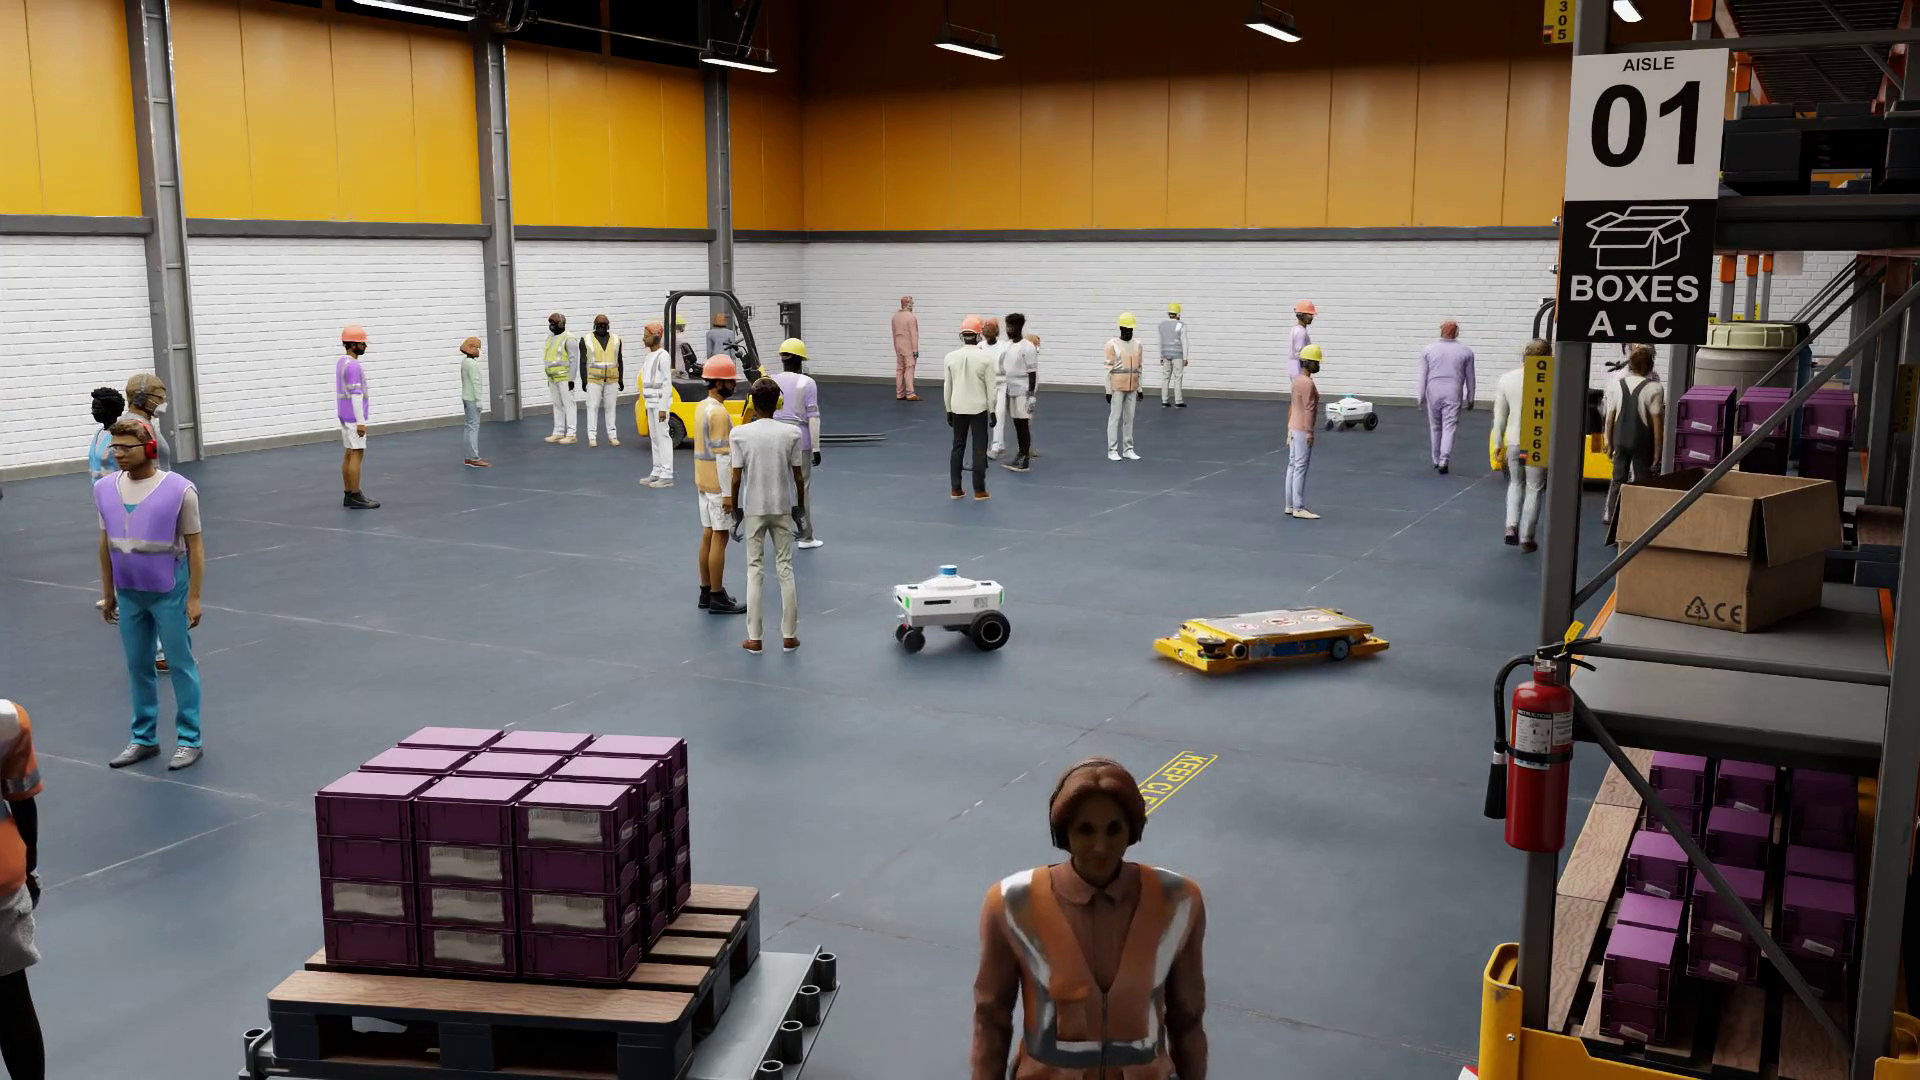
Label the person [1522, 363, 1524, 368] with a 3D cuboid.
[{"bbox_3d":[7.328,-1.726,21.025,0.510,1.598,0.858,7,12,35],"label":"person"}]

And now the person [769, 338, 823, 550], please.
[{"bbox_3d":[-1.526,-0.870,15.128,0.585,1.916,0.387,4,11,23],"label":"person"}]

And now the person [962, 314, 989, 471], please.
[{"bbox_3d":[0.183,-1.822,20.577,0.377,1.938,0.547,2,10,13],"label":"person"}]

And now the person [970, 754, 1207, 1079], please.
[{"bbox_3d":[0.278,1.260,3.605,0.521,1.637,0.310,-1,10,-6],"label":"person"}]

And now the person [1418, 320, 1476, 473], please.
[{"bbox_3d":[5.980,-1.759,20.455,0.661,1.870,0.973,4,11,22],"label":"person"}]

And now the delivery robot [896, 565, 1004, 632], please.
[{"bbox_3d":[-0.074,0.415,11.356,0.707,0.478,0.477,-2,10,-14],"label":"delivery robot"}]

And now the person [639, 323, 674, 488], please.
[{"bbox_3d":[-3.492,-1.546,19.136,0.351,1.882,0.581,-6,11,-30],"label":"person"}]

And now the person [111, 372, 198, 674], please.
[{"bbox_3d":[-5.208,-0.106,10.664,0.376,1.933,0.627,-8,12,-37],"label":"person"}]

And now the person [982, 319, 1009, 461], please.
[{"bbox_3d":[0.429,-1.959,21.735,0.606,1.829,0.831,5,11,27],"label":"person"}]

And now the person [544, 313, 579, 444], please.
[{"bbox_3d":[-5.648,-2.282,23.519,0.624,1.844,0.430,9,13,42],"label":"person"}]

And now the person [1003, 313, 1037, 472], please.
[{"bbox_3d":[0.696,-1.818,20.534,0.496,1.952,0.680,-5,11,-25],"label":"person"}]

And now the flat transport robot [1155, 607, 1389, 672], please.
[{"bbox_3d":[2.085,0.648,11.099,1.431,0.197,0.652,-4,11,-24],"label":"flat transport robot"}]

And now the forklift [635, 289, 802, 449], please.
[{"bbox_3d":[-3.358,-2.392,23.136,2.313,2.155,1.214,-1,10,-5],"label":"forklift"}]

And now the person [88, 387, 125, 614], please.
[{"bbox_3d":[-6.319,-0.298,12.453,0.534,1.697,0.318,8,13,40],"label":"person"}]

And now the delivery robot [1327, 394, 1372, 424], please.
[{"bbox_3d":[5.900,-1.973,25.180,0.707,0.478,0.477,-6,12,-32],"label":"delivery robot"}]

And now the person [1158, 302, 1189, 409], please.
[{"bbox_3d":[3.706,-3.191,28.796,0.592,1.837,0.404,8,12,38],"label":"person"}]

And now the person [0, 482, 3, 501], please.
[{"bbox_3d":[-8.476,-0.718,14.231,0.410,1.918,0.569,-2,10,-9],"label":"person"}]

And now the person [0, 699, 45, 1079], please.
[{"bbox_3d":[-2.929,1.020,4.820,0.316,1.695,0.542,7,12,37],"label":"person"}]

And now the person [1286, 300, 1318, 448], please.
[{"bbox_3d":[4.721,-2.286,22.963,0.372,2.040,0.616,1,10,4],"label":"person"}]

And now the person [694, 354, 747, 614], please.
[{"bbox_3d":[-1.787,-0.416,12.439,0.370,1.935,0.552,-4,11,-24],"label":"person"}]

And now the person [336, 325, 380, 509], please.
[{"bbox_3d":[-6.353,-1.295,17.527,0.376,1.936,0.549,-6,11,-31],"label":"person"}]

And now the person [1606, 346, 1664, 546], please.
[{"bbox_3d":[6.146,-0.839,15.158,0.328,1.842,0.514,-10,14,-44],"label":"person"}]

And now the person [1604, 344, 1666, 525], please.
[{"bbox_3d":[6.598,-0.995,16.011,0.646,1.863,0.864,-8,13,-39],"label":"person"}]

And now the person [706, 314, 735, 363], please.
[{"bbox_3d":[-4.172,-3.131,29.035,0.500,1.633,0.279,-1,10,-4],"label":"person"}]

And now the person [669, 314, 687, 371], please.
[{"bbox_3d":[-4.356,-2.608,25.685,0.433,1.753,0.531,-7,12,-37],"label":"person"}]

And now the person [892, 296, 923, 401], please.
[{"bbox_3d":[-0.953,-3.475,30.237,0.409,1.909,0.639,-8,13,-39],"label":"person"}]

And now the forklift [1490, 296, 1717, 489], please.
[{"bbox_3d":[7.296,-1.677,18.993,2.313,2.155,1.214,5,11,27],"label":"forklift"}]

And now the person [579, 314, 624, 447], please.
[{"bbox_3d":[-4.978,-2.217,23.162,0.621,1.837,0.429,-5,11,-27],"label":"person"}]

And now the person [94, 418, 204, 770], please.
[{"bbox_3d":[-4.205,0.277,8.687,0.564,1.845,0.389,2,10,10],"label":"person"}]

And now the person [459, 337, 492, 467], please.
[{"bbox_3d":[-6.140,-1.742,20.991,0.279,1.633,0.499,-6,12,-31],"label":"person"}]

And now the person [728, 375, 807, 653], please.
[{"bbox_3d":[-1.297,-0.168,11.197,0.531,1.870,0.317,-2,10,-13],"label":"person"}]

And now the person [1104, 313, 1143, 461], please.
[{"bbox_3d":[2.135,-1.980,21.551,0.585,1.922,0.391,-6,12,-32],"label":"person"}]

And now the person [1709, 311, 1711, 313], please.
[{"bbox_3d":[11.013,-2.489,24.745,0.403,1.830,0.600,-4,11,-21],"label":"person"}]

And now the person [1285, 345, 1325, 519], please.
[{"bbox_3d":[3.511,-1.100,16.916,0.337,1.760,0.526,-1,10,-3],"label":"person"}]

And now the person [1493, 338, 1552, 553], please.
[{"bbox_3d":[5.143,-0.845,14.949,0.660,1.923,0.444,7,12,35],"label":"person"}]

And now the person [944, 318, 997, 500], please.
[{"bbox_3d":[0.124,-1.424,18.156,0.617,1.988,0.404,4,11,24],"label":"person"}]

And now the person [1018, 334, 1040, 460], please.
[{"bbox_3d":[0.906,-1.871,21.744,0.268,1.631,0.507,2,10,11],"label":"person"}]
